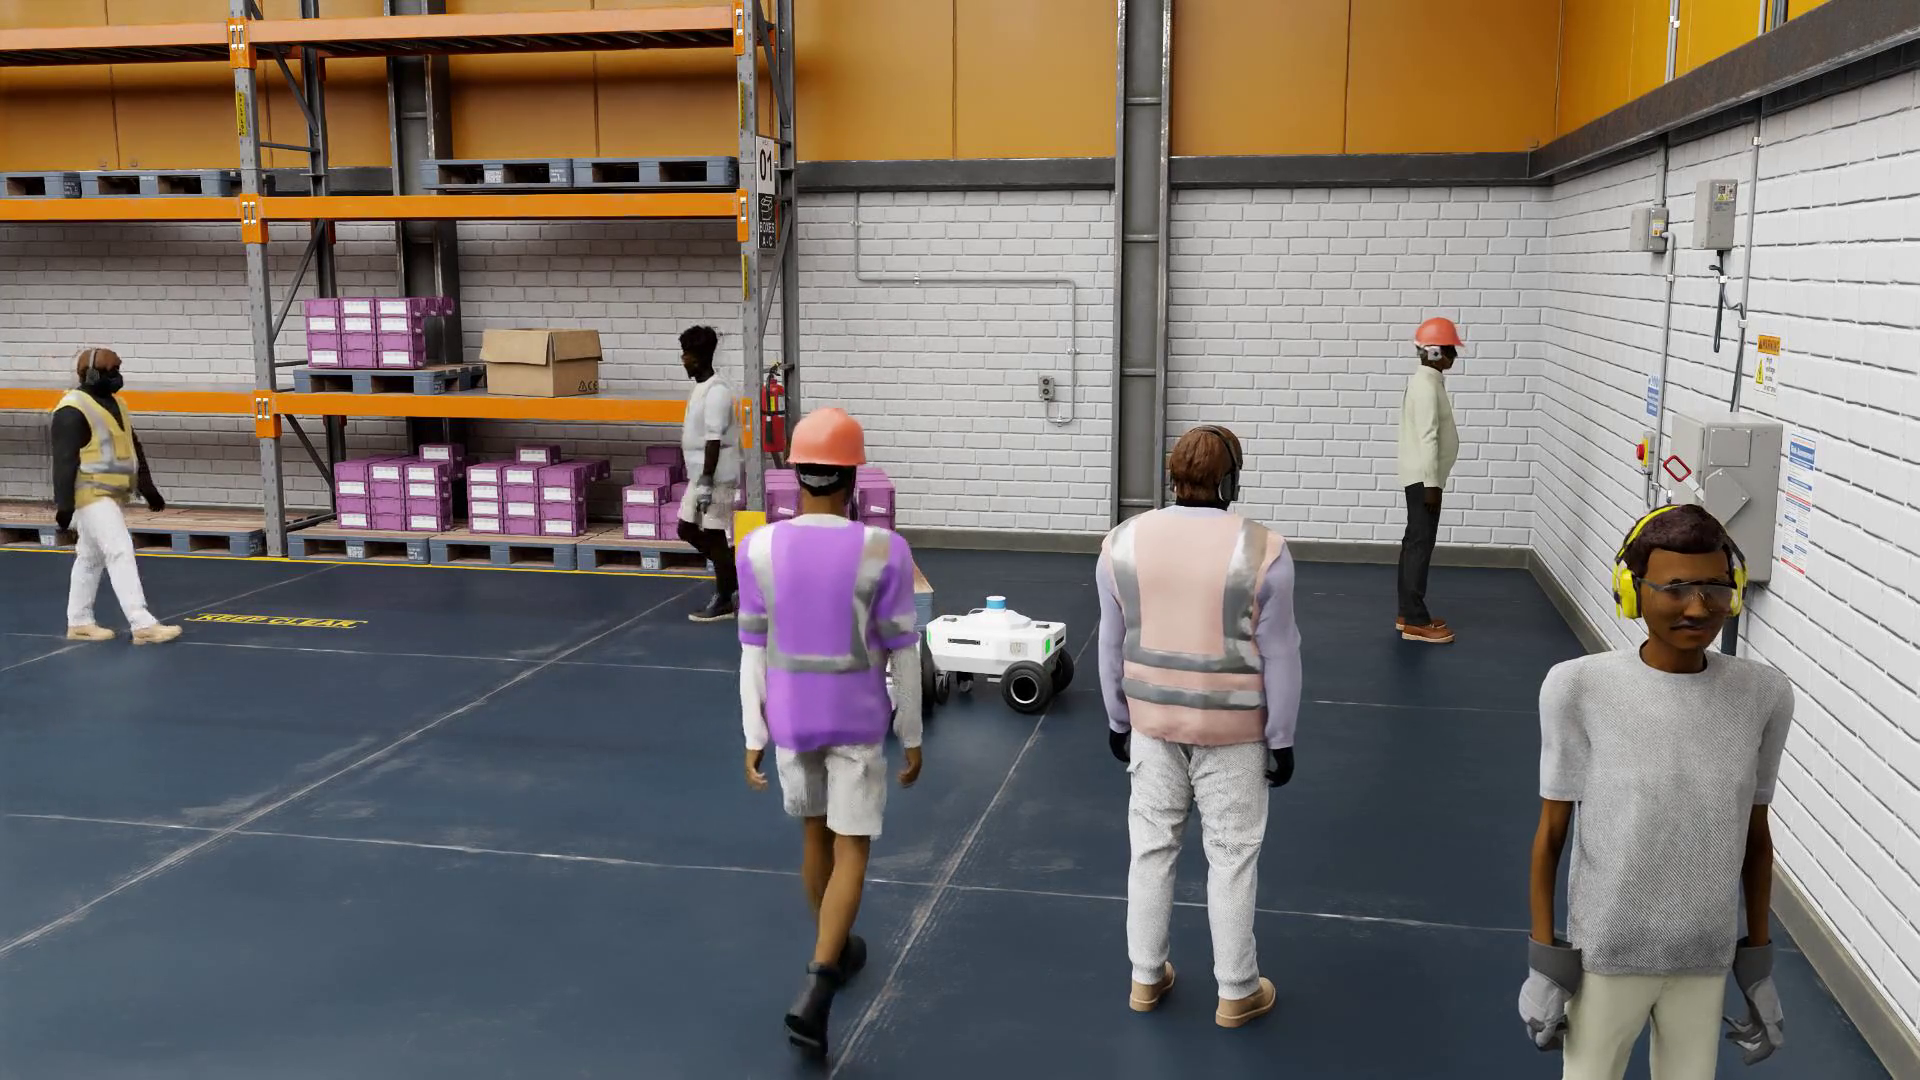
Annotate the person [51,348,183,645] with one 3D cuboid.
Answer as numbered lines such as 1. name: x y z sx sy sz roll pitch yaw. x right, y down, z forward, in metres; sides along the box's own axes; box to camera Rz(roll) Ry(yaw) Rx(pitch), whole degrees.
1. person: -5.146 -0.258 10.162 0.864 1.807 0.639 -1 9 -5

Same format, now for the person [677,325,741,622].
1. person: -1.622 -0.416 10.735 0.427 1.936 0.605 -4 10 -23

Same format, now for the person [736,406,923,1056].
1. person: -0.404 0.552 5.008 0.556 1.906 0.912 2 10 10

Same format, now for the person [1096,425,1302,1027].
1. person: 0.738 0.567 5.093 0.632 1.843 0.429 5 11 26

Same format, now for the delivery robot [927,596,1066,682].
1. delivery robot: 0.189 0.542 8.830 0.707 0.478 0.477 3 10 19

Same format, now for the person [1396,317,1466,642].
1. person: 2.901 -0.377 10.313 0.375 1.996 0.608 2 10 10

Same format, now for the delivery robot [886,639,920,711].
1. delivery robot: -0.373 0.621 8.353 0.477 0.478 0.707 0 9 -1

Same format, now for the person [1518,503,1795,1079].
1. person: 1.380 0.849 3.306 0.520 1.871 0.326 0 9 -1
